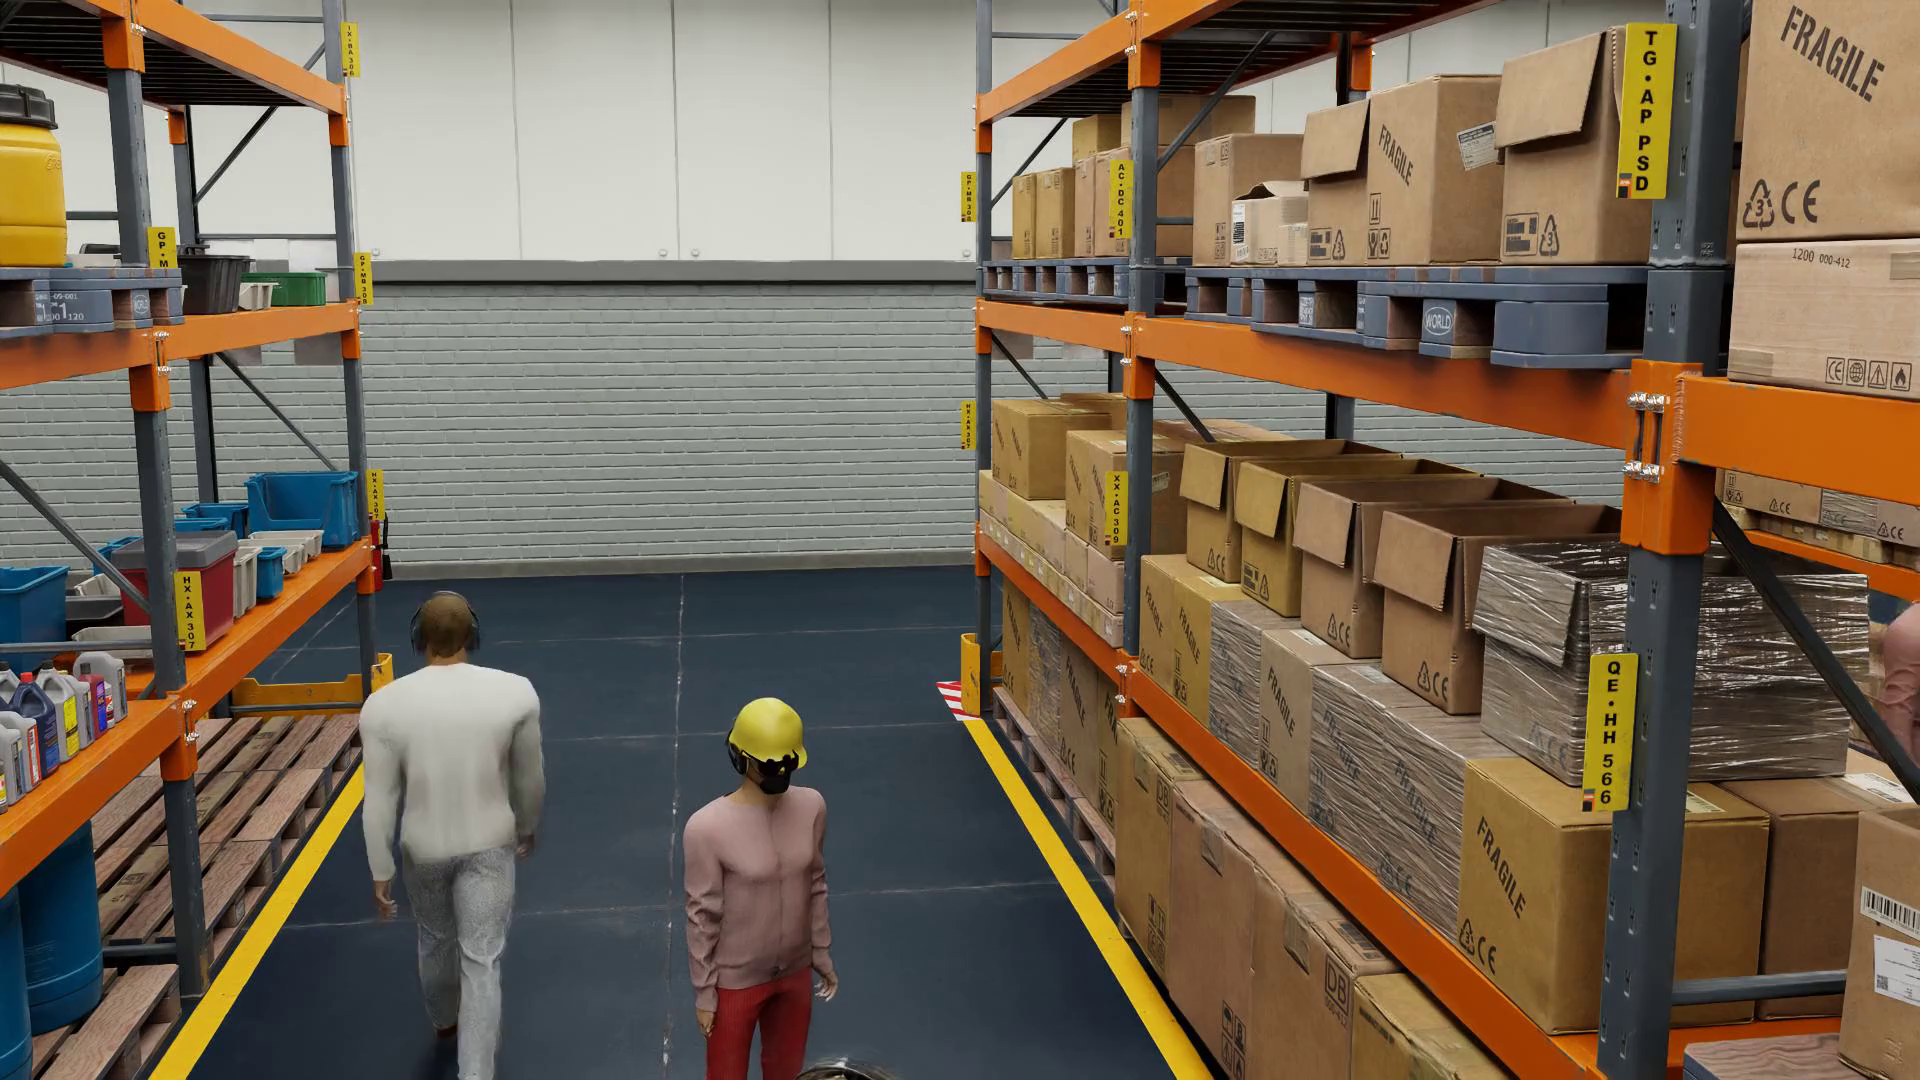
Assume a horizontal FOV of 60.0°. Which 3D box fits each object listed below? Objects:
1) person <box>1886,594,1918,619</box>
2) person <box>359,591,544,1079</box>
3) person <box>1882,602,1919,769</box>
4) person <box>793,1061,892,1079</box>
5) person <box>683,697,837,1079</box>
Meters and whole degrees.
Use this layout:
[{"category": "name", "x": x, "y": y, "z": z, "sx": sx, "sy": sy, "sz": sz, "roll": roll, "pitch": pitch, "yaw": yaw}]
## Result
[{"category": "person", "x": 6.852, "y": 0.223, "z": 11.761, "sx": 0.522, "sy": 1.839, "sz": 0.811, "roll": -5, "pitch": 10, "yaw": -27}, {"category": "person", "x": -1.846, "y": 1.118, "z": 6.119, "sx": 0.629, "sy": 1.881, "sz": 1.063, "roll": -2, "pitch": 9, "yaw": -13}, {"category": "person", "x": 4.318, "y": 0.934, "z": 7.200, "sx": 0.668, "sy": 1.887, "sz": 0.446, "roll": -1, "pitch": 9, "yaw": -4}, {"category": "person", "x": -0.166, "y": 1.681, "z": 2.476, "sx": 0.639, "sy": 1.940, "sz": 0.363, "roll": 2, "pitch": 9, "yaw": 11}, {"category": "person", "x": -0.598, "y": 1.338, "z": 5.114, "sx": 0.522, "sy": 1.761, "sz": 0.322, "roll": -9, "pitch": 13, "yaw": -43}]
